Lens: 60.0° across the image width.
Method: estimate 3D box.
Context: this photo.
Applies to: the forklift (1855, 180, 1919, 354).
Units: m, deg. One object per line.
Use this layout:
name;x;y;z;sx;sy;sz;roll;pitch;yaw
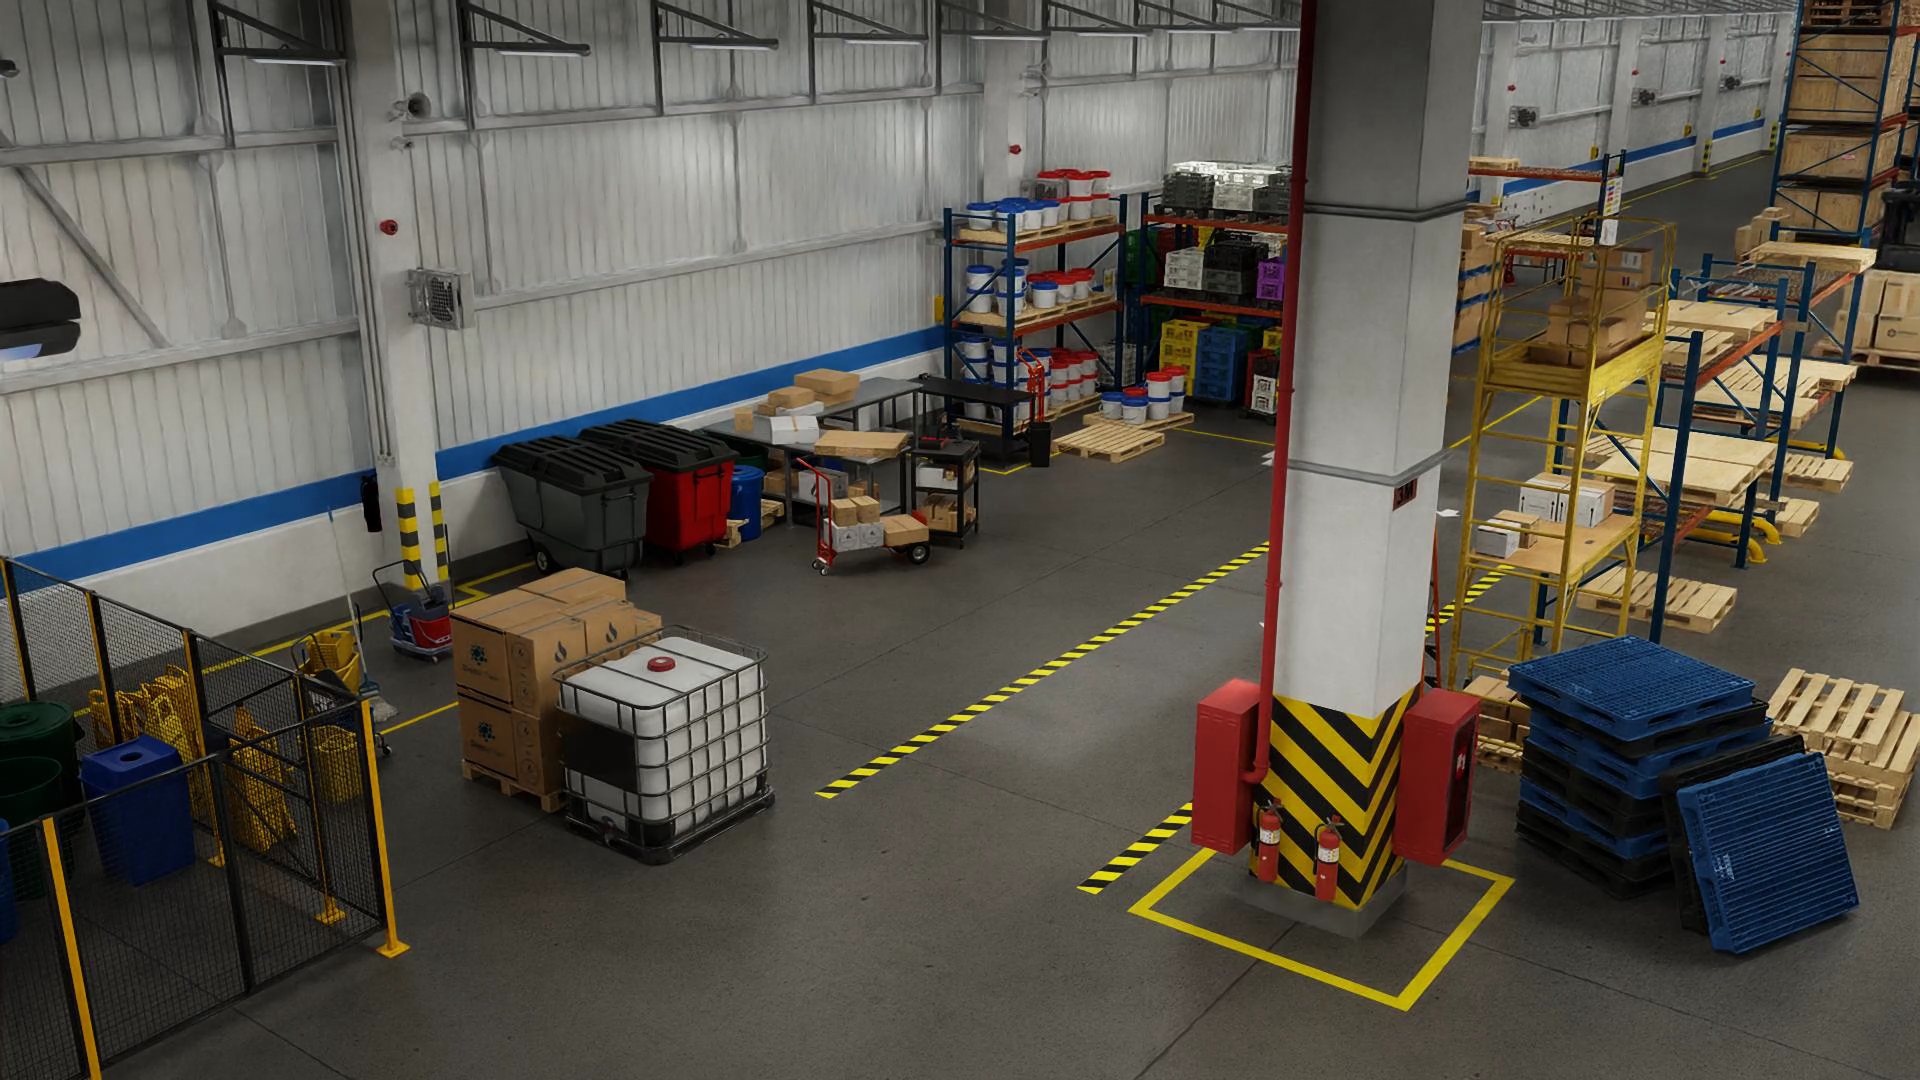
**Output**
forklift;15.689;-4.470;27.300;1.129;2.768;1.873;13;22;34
